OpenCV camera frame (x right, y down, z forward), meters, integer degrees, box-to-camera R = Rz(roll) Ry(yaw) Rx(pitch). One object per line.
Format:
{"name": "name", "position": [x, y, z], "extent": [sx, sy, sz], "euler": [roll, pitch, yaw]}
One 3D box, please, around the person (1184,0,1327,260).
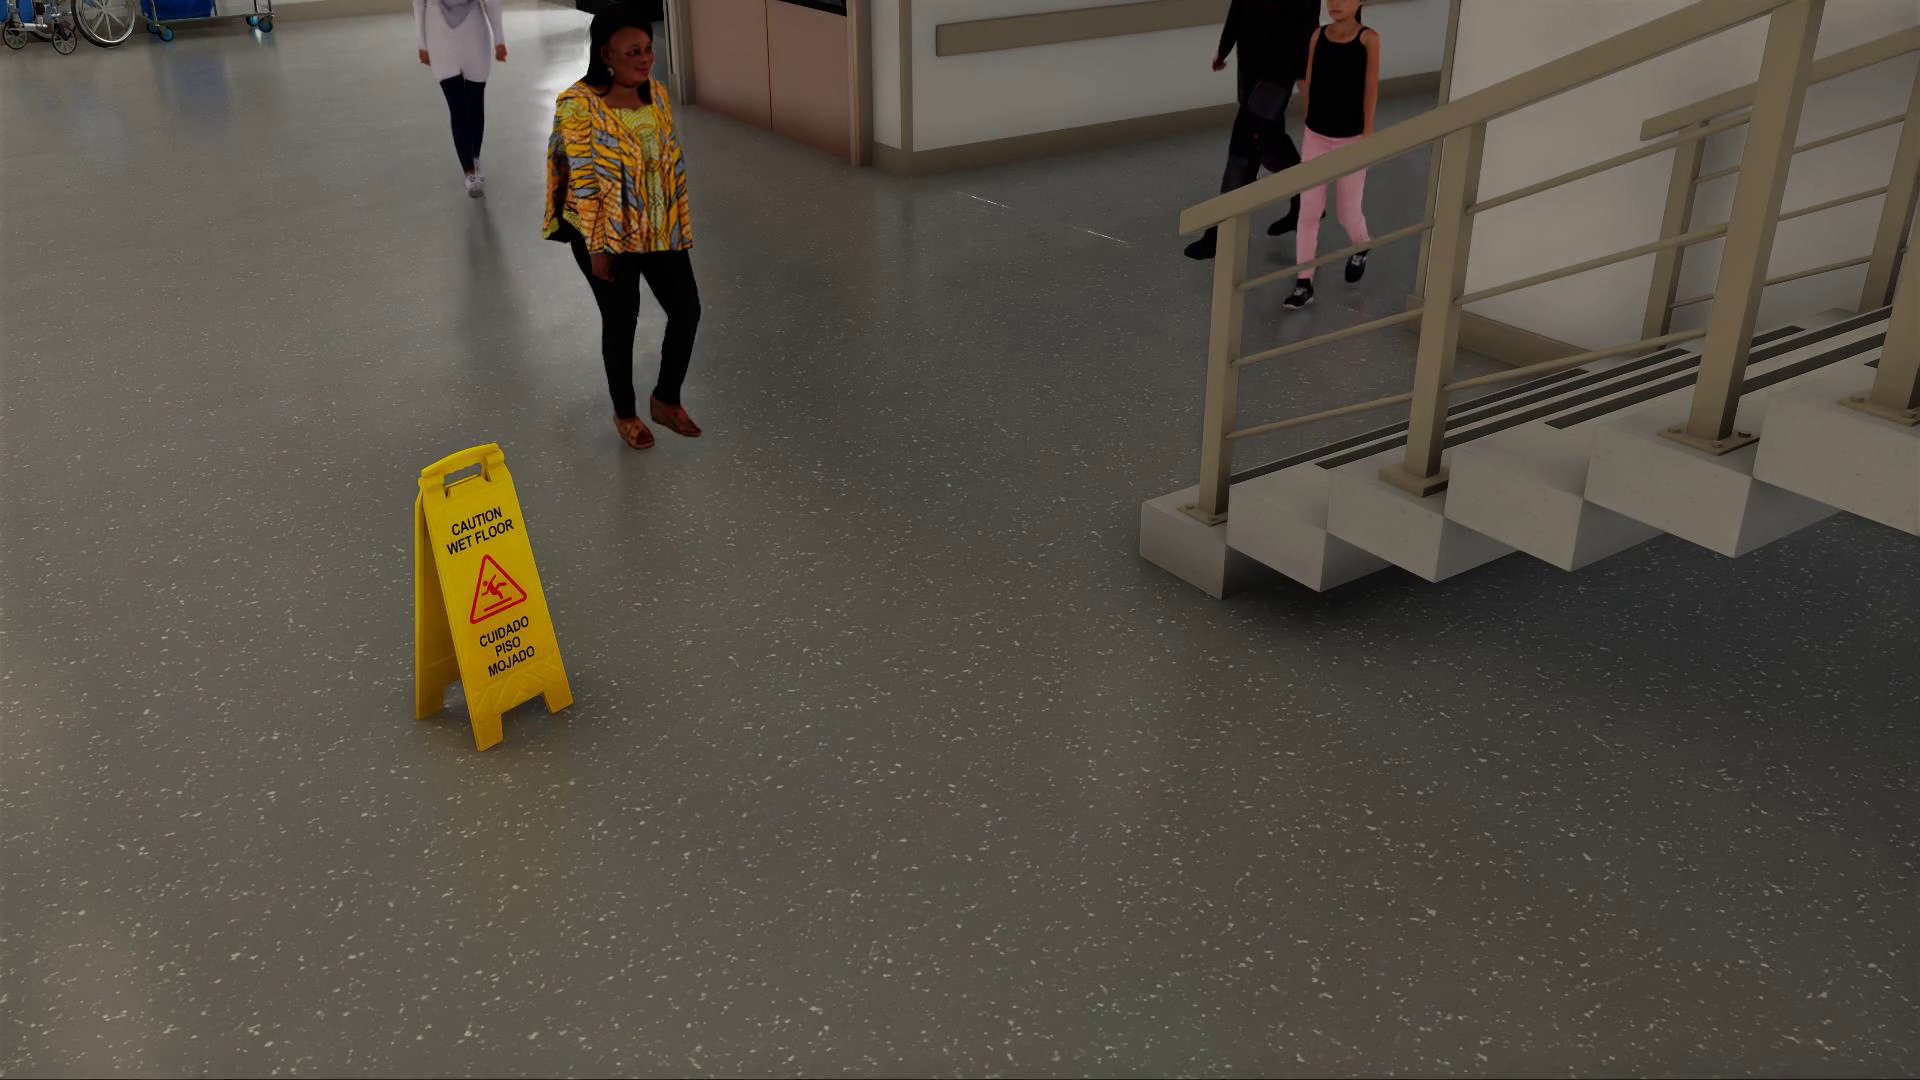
{"name": "person", "position": [1.614, -2.359, 8.431], "extent": [0.960, 1.860, 1.190], "euler": [-9, 27, -17]}

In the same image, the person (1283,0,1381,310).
{"name": "person", "position": [1.793, -1.884, 7.806], "extent": [0.943, 1.546, 0.825], "euler": [15, 29, 28]}

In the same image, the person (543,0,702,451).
{"name": "person", "position": [-1.265, -1.120, 6.114], "extent": [0.816, 1.641, 0.783], "euler": [22, 33, 38]}

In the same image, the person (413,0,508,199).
{"name": "person", "position": [-2.911, -2.894, 9.690], "extent": [0.842, 1.730, 1.187], "euler": [-9, 27, -17]}
